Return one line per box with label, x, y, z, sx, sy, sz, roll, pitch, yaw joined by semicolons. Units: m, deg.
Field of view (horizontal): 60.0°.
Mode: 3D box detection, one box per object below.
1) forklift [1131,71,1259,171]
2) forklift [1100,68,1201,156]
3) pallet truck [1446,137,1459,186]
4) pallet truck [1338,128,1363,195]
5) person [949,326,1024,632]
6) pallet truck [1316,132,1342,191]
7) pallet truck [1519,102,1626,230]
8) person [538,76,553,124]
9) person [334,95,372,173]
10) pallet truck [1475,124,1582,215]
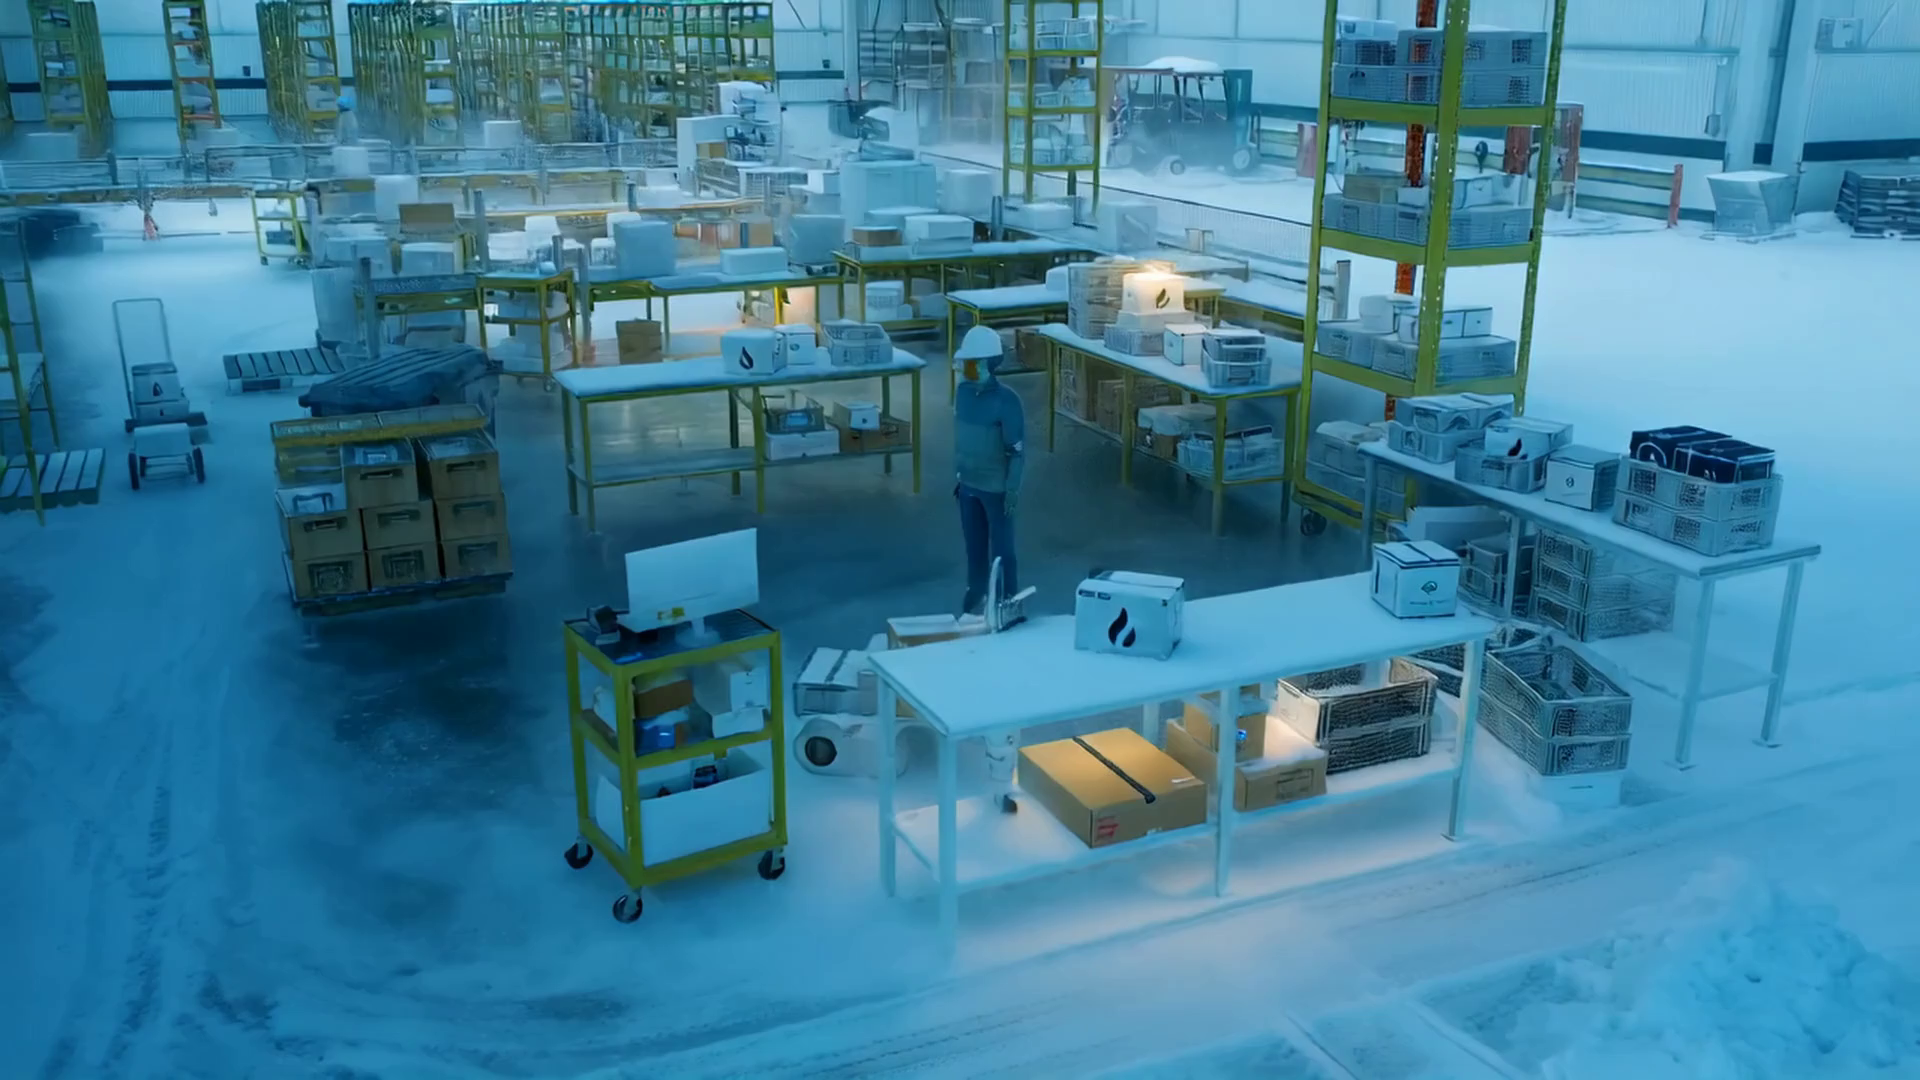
forklift;4.998;-8.936;35.413;2.680;1.987;1.157;-9;20;-25
forklift;4.082;-9.564;37.410;2.680;1.987;1.157;-8;19;-23
pallet truck;9.184;-6.485;29.328;1.630;1.274;0.653;-8;19;-23
pallet truck;7.845;-7.140;31.411;1.522;1.261;0.704;-9;20;-25
person;0.128;-0.289;9.054;0.326;1.769;0.524;-14;22;-37
pallet truck;7.723;-7.504;32.656;1.601;1.201;0.680;-8;19;-23
pallet truck;9.972;-6.037;26.785;1.885;1.965;0.823;-9;20;-25
person;-10.991;-11.489;44.205;0.390;1.847;0.563;-11;21;-30
person;-12.081;-7.899;32.982;0.902;1.799;0.602;-8;19;-24
pallet truck;9.707;-6.455;28.103;1.885;1.965;0.823;-7;19;-20
